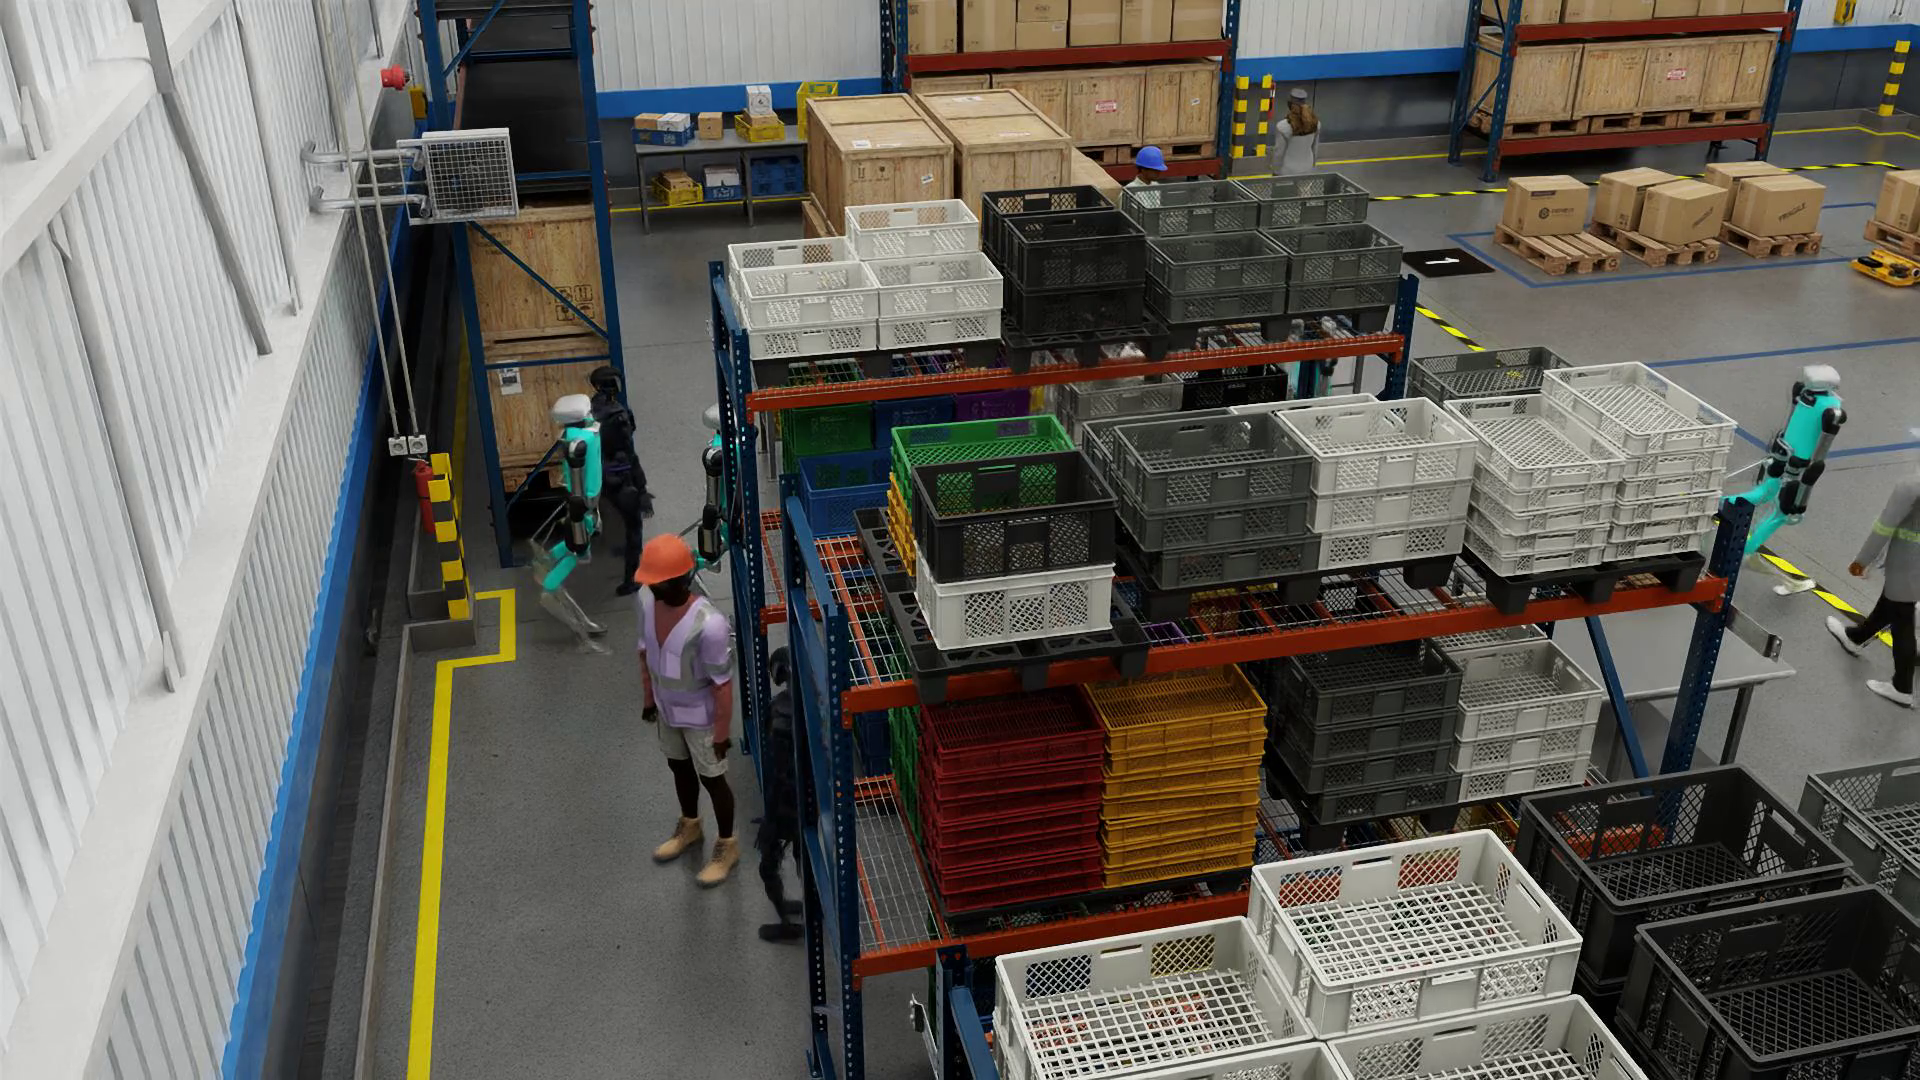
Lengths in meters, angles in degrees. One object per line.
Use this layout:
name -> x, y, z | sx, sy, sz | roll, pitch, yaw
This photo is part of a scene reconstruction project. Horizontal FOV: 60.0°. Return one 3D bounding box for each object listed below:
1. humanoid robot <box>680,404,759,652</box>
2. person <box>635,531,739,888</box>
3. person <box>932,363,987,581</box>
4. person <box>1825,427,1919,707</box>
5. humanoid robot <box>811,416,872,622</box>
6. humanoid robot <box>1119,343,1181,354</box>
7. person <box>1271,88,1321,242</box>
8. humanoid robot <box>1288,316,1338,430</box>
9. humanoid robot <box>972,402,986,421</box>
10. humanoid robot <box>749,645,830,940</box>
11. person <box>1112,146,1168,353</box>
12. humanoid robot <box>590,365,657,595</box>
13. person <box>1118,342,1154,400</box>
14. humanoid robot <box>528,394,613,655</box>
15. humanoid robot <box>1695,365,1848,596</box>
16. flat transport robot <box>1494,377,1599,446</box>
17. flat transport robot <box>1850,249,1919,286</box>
humanoid robot -> -1.631, -0.097, 10.510 | 0.735, 1.677, 0.533 | 11, 30, 19
person -> -1.412, 0.862, 8.514 | 0.606, 2.042, 0.383 | 21, 34, 34
person -> 0.051, -0.404, 11.138 | 0.404, 1.827, 0.599 | 21, 34, 34
person -> 5.782, 0.066, 10.267 | 0.615, 1.814, 0.877 | -11, 30, -20
humanoid robot -> -0.823, -0.232, 10.959 | 0.599, 1.657, 0.315 | 10, 29, 18
humanoid robot -> 1.545, -1.533, 13.444 | 0.589, 1.645, 0.525 | -10, 29, -19
person -> 3.612, -3.994, 18.020 | 0.564, 1.762, 0.406 | -12, 30, -22
humanoid robot -> 2.203, -0.769, 11.989 | 1.014, 1.777, 0.533 | -1, 28, -2
humanoid robot -> -0.061, -0.158, 10.698 | 0.693, 1.732, 0.545 | -2, 28, -4
humanoid robot -> -0.832, 1.227, 8.197 | 0.369, 1.649, 0.602 | 7, 29, 13
person -> 1.661, -2.664, 15.313 | 0.413, 1.939, 0.607 | 19, 33, 32
humanoid robot -> -2.267, -0.419, 11.319 | 0.419, 1.648, 0.602 | -18, 33, -30
person -> 1.274, -0.760, 11.767 | 0.498, 1.866, 0.571 | 4, 28, 7
humanoid robot -> -2.564, -0.089, 10.596 | 0.674, 1.769, 0.541 | 0, 28, 0
humanoid robot -> 5.364, -0.337, 11.148 | 1.048, 1.742, 0.542 | -1, 28, -1
flat transport robot -> 4.780, -1.036, 14.013 | 0.659, 0.231, 1.431 | -6, 28, -12
flat transport robot -> 10.266, -2.945, 17.604 | 1.431, 0.197, 0.652 | -8, 29, -15
